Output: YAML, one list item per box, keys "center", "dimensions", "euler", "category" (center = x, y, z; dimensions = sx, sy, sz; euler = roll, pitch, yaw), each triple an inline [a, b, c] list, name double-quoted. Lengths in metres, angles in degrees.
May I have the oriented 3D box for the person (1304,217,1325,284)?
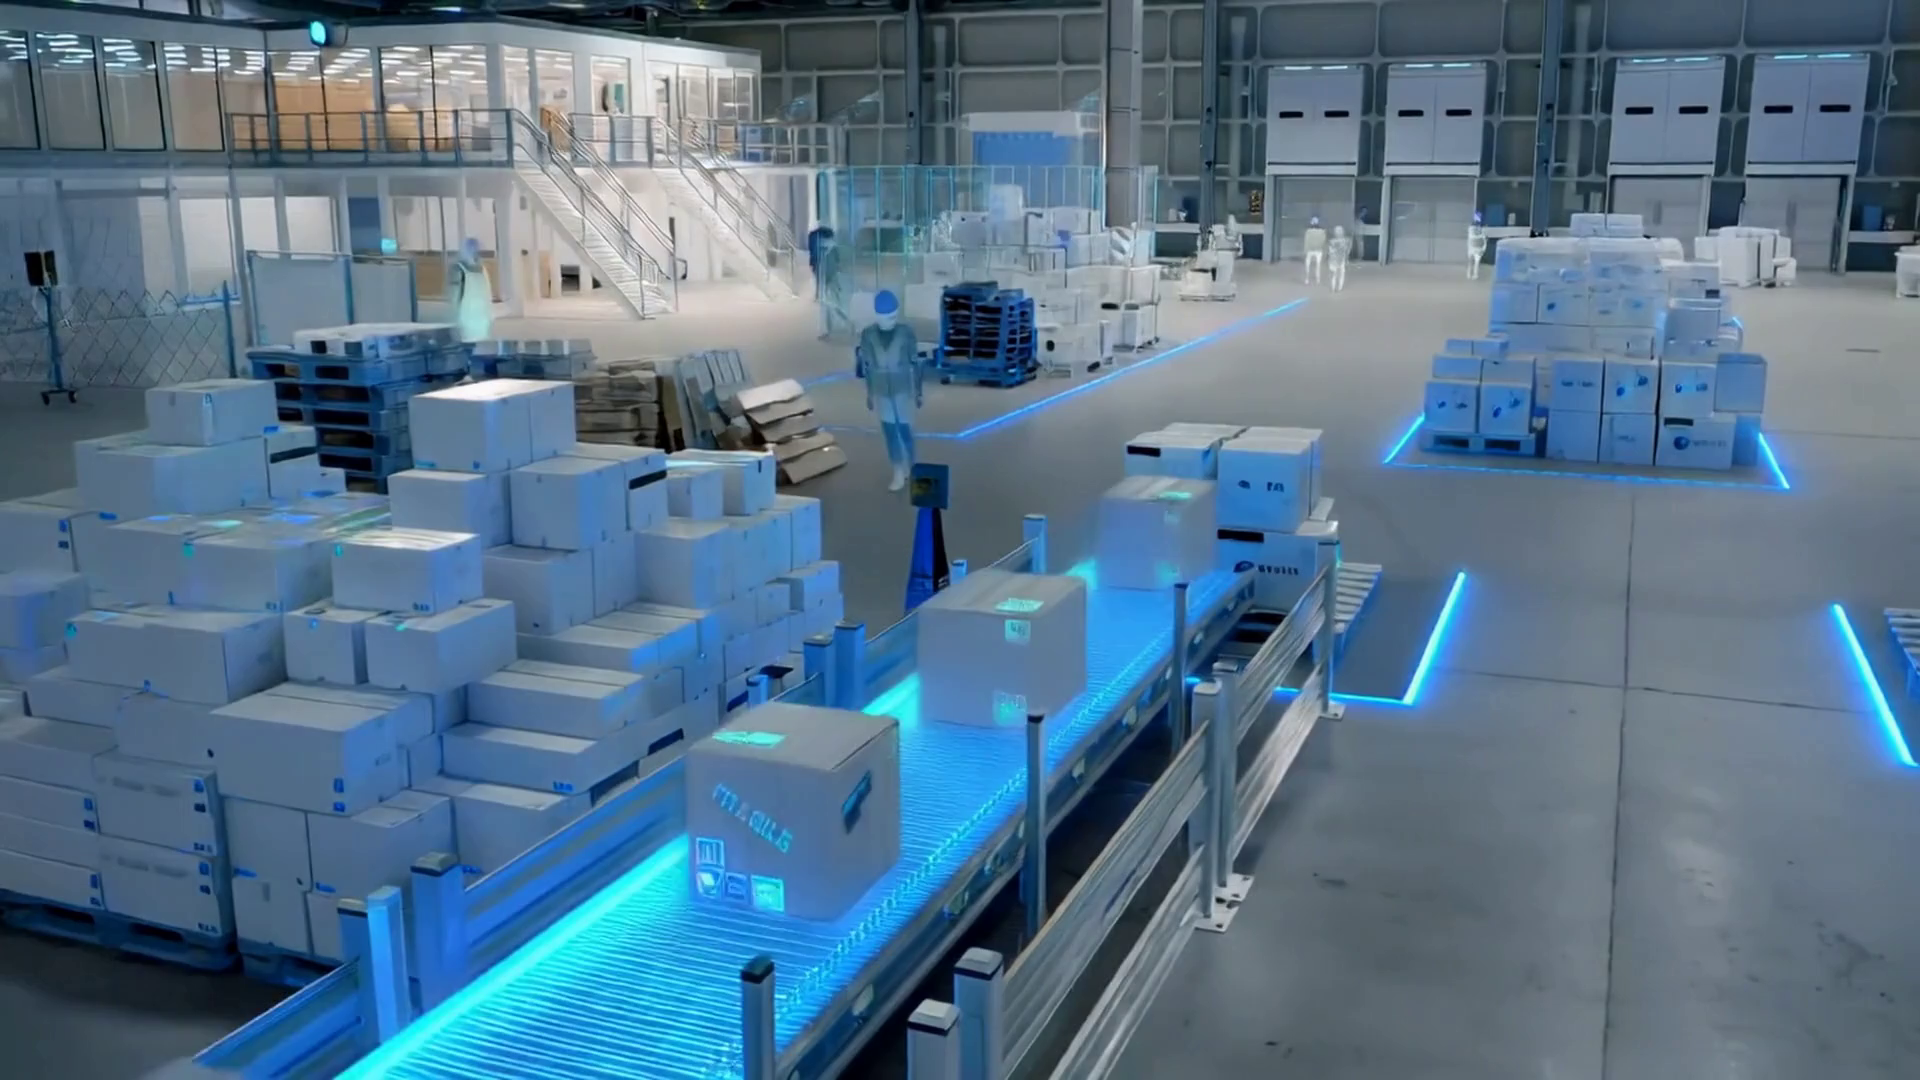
- center: [9.406, -7.690, 44.211]
  dimensions: [0.522, 1.765, 0.317]
  euler: [3, 13, 15]
  category: "person"

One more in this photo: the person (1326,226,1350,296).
- center: [9.055, -6.677, 39.887]
  dimensions: [0.548, 1.660, 0.817]
  euler: [3, 13, 13]
  category: "person"

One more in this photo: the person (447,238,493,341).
- center: [-7.152, -3.441, 24.520]
  dimensions: [0.545, 2.000, 0.707]
  euler: [9, 15, 34]
  category: "person"

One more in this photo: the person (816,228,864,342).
- center: [-2.134, -4.467, 29.195]
  dimensions: [0.752, 2.016, 0.605]
  euler: [-4, 13, -18]
  category: "person"

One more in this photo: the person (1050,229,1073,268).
- center: [1.994, -5.307, 33.392]
  dimensions: [0.626, 1.831, 0.374]
  euler: [5, 13, 20]
  category: "person"

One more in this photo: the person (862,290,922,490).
- center: [-0.640, -1.438, 15.850]
  dimensions: [0.555, 1.902, 0.581]
  euler: [3, 13, 14]
  category: "person"

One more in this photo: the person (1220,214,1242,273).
- center: [7.279, -7.845, 44.771]
  dimensions: [0.631, 1.825, 0.650]
  euler: [-1, 13, -3]
  category: "person"

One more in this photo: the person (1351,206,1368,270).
- center: [12.126, -9.140, 50.370]
  dimensions: [0.409, 1.910, 0.603]
  euler: [4, 13, 16]
  category: "person"

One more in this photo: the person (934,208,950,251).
- center: [-0.454, -8.254, 46.350]
  dimensions: [0.612, 1.941, 0.404]
  euler: [-1, 13, -3]
  category: "person"

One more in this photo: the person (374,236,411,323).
- center: [-9.401, -4.079, 27.635]
  dimensions: [0.594, 1.925, 0.369]
  euler: [-8, 15, -32]
  category: "person"

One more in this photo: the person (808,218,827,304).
- center: [-3.173, -6.335, 37.786]
  dimensions: [0.640, 1.926, 0.396]
  euler: [-9, 16, -36]
  category: "person"

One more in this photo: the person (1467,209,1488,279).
- center: [14.326, -8.183, 46.030]
  dimensions: [0.552, 1.932, 0.377]
  euler: [-1, 13, -4]
  category: "person"
